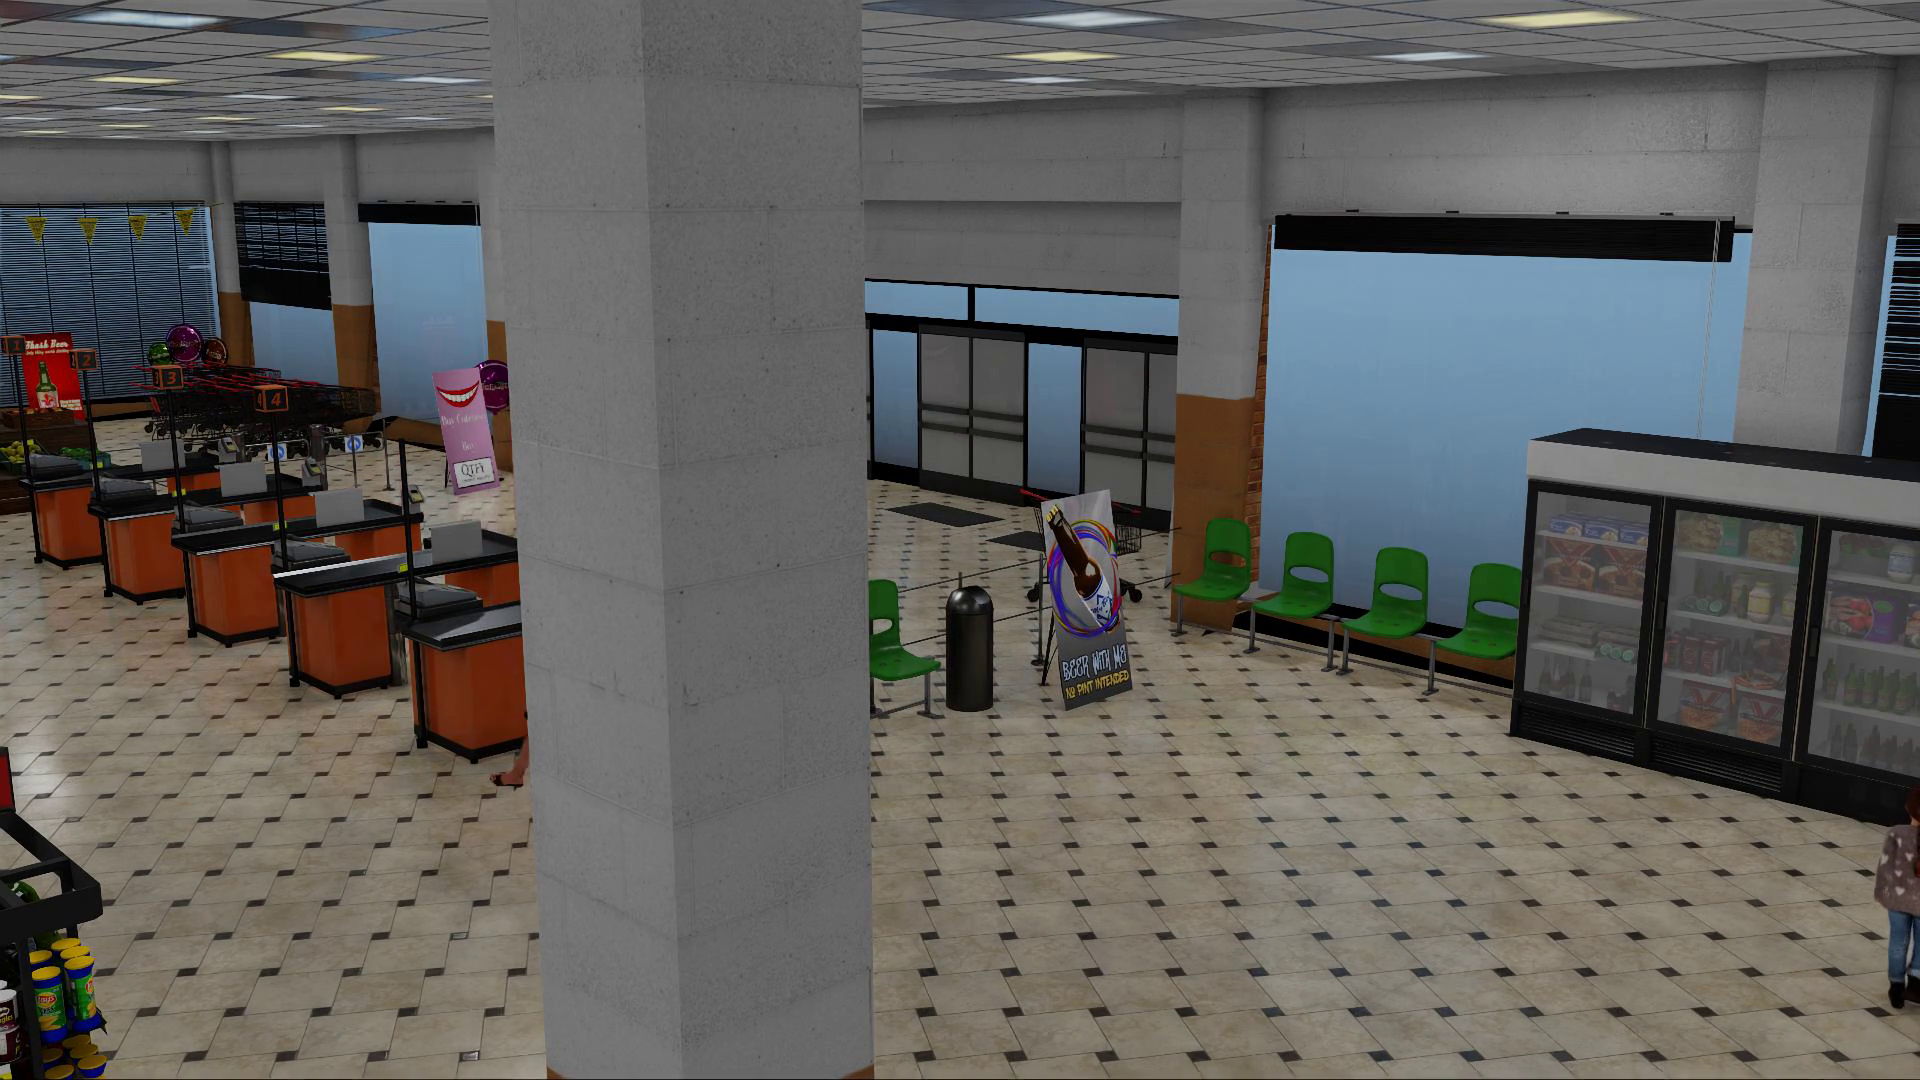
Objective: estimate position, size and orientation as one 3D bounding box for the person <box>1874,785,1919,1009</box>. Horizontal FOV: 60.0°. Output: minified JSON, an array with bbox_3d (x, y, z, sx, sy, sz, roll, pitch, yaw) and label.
[{"bbox_3d":[4.825,1.822,8.414,0.548,1.190,0.569,7,14,31],"label":"person"}]
